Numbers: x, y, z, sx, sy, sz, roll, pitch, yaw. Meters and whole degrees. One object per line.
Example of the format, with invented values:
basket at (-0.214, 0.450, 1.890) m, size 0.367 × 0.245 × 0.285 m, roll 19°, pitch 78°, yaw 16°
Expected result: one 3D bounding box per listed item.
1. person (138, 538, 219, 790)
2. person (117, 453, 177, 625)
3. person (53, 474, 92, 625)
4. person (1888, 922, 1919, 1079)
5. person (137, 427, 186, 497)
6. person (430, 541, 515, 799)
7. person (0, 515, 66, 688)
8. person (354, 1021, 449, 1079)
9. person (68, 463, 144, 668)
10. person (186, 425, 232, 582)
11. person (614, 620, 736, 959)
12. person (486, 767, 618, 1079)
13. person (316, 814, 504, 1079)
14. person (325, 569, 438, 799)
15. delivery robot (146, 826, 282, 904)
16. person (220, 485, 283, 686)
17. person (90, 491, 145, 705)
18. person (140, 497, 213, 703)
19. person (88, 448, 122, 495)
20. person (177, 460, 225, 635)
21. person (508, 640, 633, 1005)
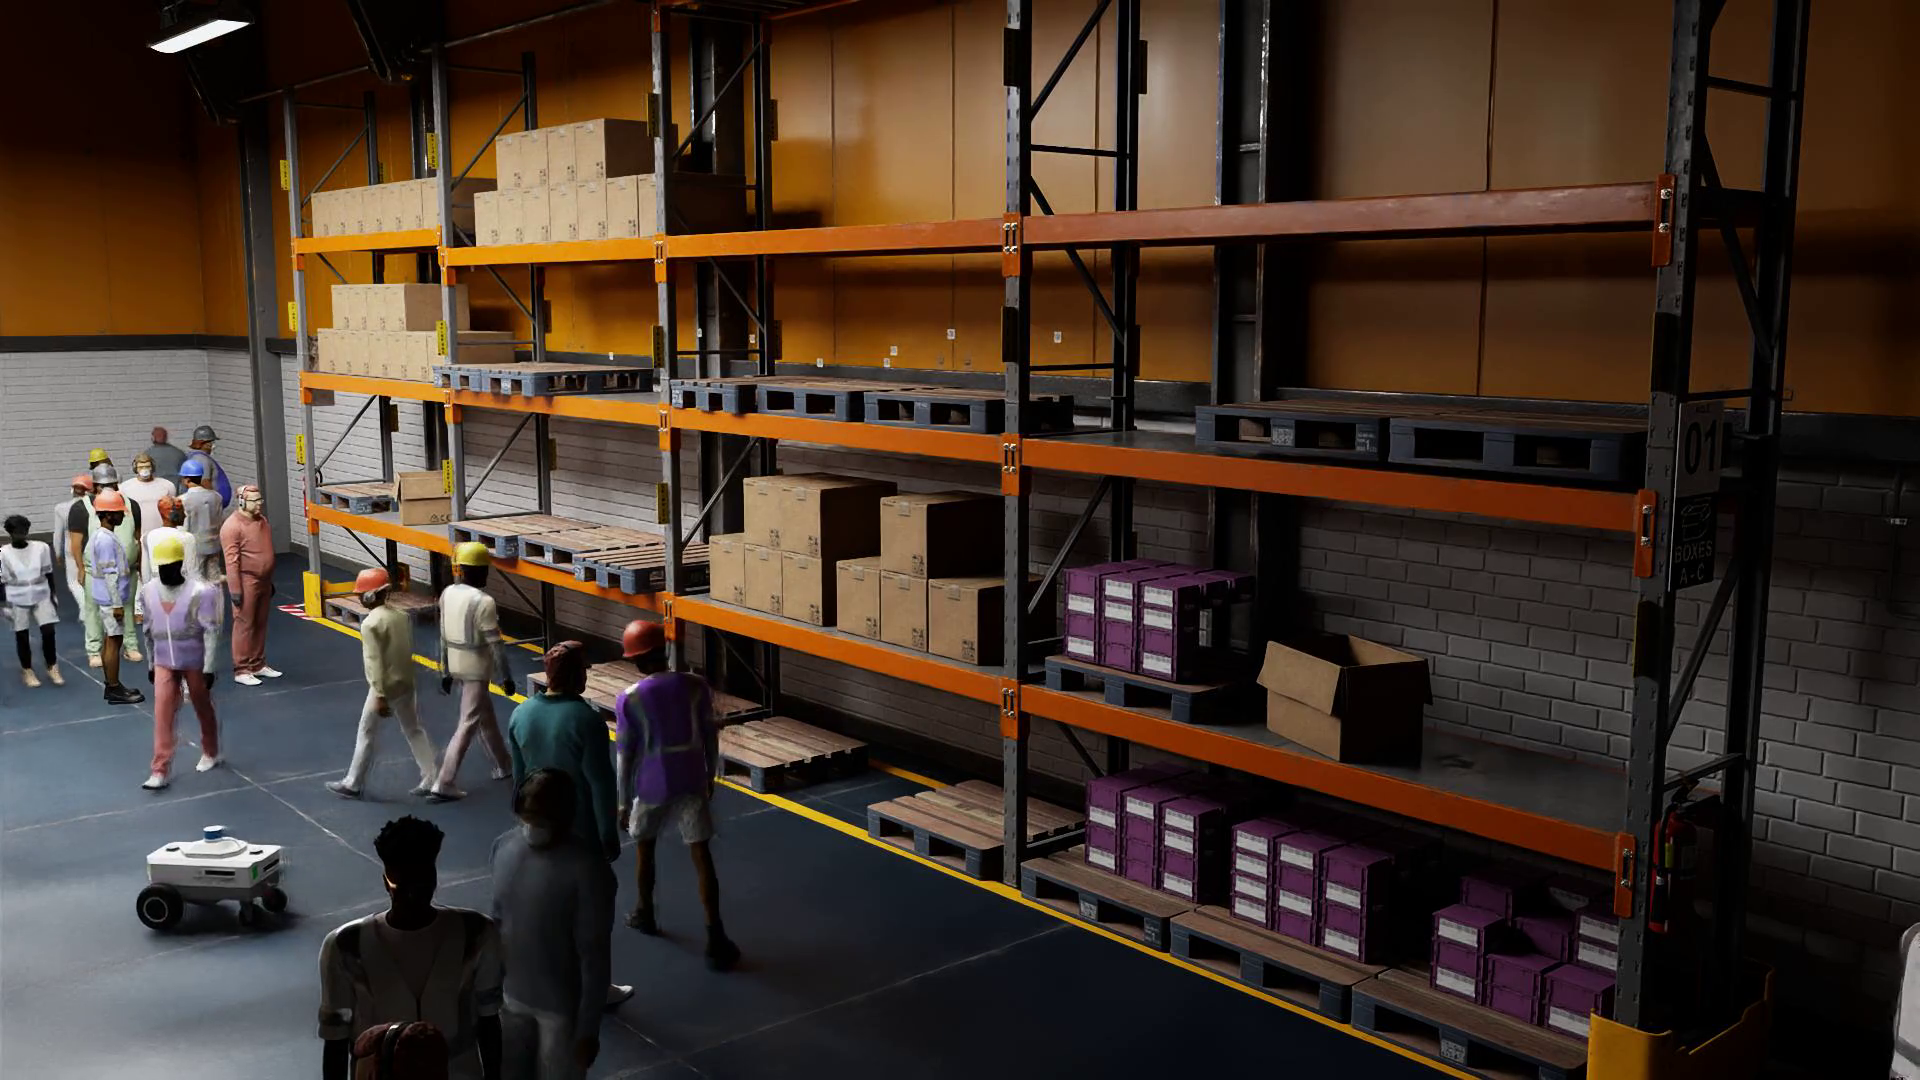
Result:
person at (-5.903, 0.912, 12.579) m, size 0.608 × 1.871 × 0.983 m, roll 0°, pitch 8°, yaw 0°
person at (-9.162, -0.014, 18.794) m, size 0.638 × 1.938 × 0.357 m, roll -6°, pitch 10°, yaw -35°
person at (-9.806, 0.129, 18.618) m, size 0.578 × 1.711 × 0.579 m, roll -8°, pitch 11°, yaw -44°
person at (3.262, 1.926, 5.510) m, size 0.375 × 1.878 × 0.677 m, roll 0°, pitch 8°, yaw 1°
person at (-11.408, -0.683, 23.740) m, size 0.986 × 1.852 × 0.664 m, roll 6°, pitch 10°, yaw 37°
person at (-3.605, 0.949, 12.343) m, size 0.594 × 1.891 × 0.963 m, roll 7°, pitch 11°, yaw 41°
person at (-8.710, 0.584, 15.548) m, size 0.554 × 1.665 × 0.564 m, roll -7°, pitch 11°, yaw -42°
person at (-1.336, 2.118, 4.154) m, size 0.403 × 1.895 × 0.647 m, roll 0°, pitch 8°, yaw -1°
person at (-8.502, 0.241, 16.671) m, size 0.675 × 2.000 × 0.537 m, roll -8°, pitch 11°, yaw -43°
person at (-9.798, -0.484, 21.713) m, size 0.536 × 2.000 × 0.684 m, roll -5°, pitch 10°, yaw -32°
person at (-1.607, 1.396, 9.311) m, size 0.590 × 1.869 × 0.907 m, roll -3°, pitch 9°, yaw -21°
person at (-1.583, 1.783, 6.430) m, size 0.684 × 1.908 × 0.381 m, roll 5°, pitch 10°, yaw 33°
person at (-1.815, 1.875, 5.568) m, size 0.606 × 1.967 × 0.367 m, roll -4°, pitch 9°, yaw -25°
person at (-4.236, 1.061, 12.168) m, size 0.873 × 1.697 × 0.574 m, roll 2°, pitch 8°, yaw 13°
delivery robot at (-4.374, 1.925, 9.776) m, size 0.707 × 0.478 × 0.477 m, roll 1°, pitch 8°, yaw 6°
person at (-6.747, 0.420, 15.895) m, size 0.401 × 1.906 × 0.650 m, roll 1°, pitch 8°, yaw 8°
person at (-7.669, 0.519, 15.089) m, size 0.352 × 1.940 × 0.545 m, roll -5°, pitch 10°, yaw -32°
person at (-7.142, 0.543, 15.119) m, size 0.575 × 1.882 × 0.360 m, roll 2°, pitch 9°, yaw 16°
person at (-11.201, -0.339, 21.784) m, size 0.490 × 1.730 × 0.324 m, roll 1°, pitch 8°, yaw 4°
person at (-8.204, 0.105, 17.938) m, size 0.387 × 1.948 × 0.602 m, roll 3°, pitch 9°, yaw 21°
person at (-2.005, 1.465, 8.620) m, size 0.639 × 1.911 × 0.406 m, roll 5°, pitch 9°, yaw 29°
